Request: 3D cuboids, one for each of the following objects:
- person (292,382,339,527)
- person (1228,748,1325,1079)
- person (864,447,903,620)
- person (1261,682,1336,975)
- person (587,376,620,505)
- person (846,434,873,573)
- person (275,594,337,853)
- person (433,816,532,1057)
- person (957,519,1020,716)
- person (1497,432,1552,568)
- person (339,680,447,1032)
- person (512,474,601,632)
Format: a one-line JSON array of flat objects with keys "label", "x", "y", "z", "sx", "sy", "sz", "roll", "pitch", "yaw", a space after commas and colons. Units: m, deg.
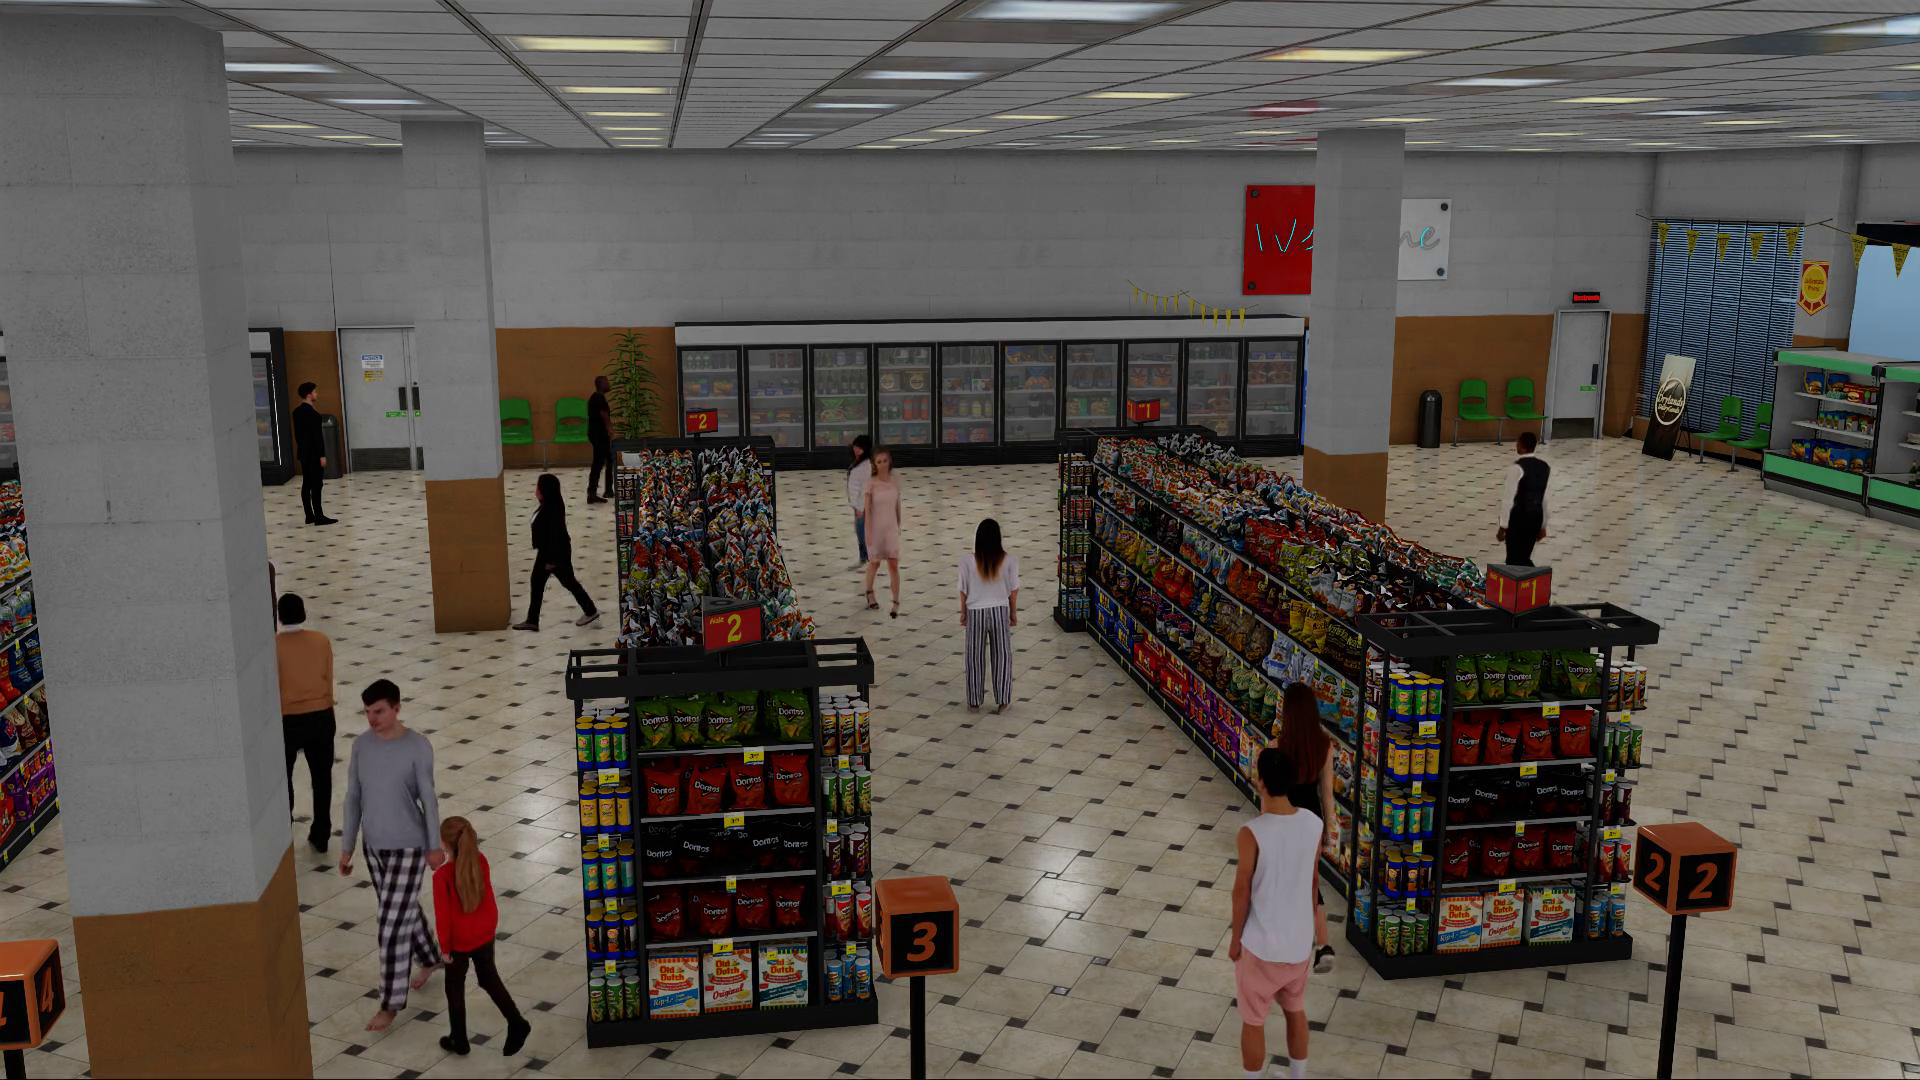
[{"label": "person", "x": -8.594, "y": -1.148, "z": 22.017, "sx": 0.773, "sy": 1.894, "sz": 0.846, "roll": 9, "pitch": 15, "yaw": 38}, {"label": "person", "x": 1.506, "y": 1.877, "z": 7.926, "sx": 0.674, "sy": 1.782, "sz": 0.635, "roll": -5, "pitch": 13, "yaw": -22}, {"label": "person", "x": -0.834, "y": -0.078, "z": 17.232, "sx": 0.727, "sy": 1.772, "sz": 1.164, "roll": -5, "pitch": 13, "yaw": -24}, {"label": "person", "x": 1.876, "y": 1.648, "z": 9.174, "sx": 0.597, "sy": 1.714, "sz": 0.781, "roll": -3, "pitch": 12, "yaw": -14}, {"label": "person", "x": -5.161, "y": -1.400, "z": 23.444, "sx": 0.785, "sy": 1.800, "sz": 0.732, "roll": -3, "pitch": 12, "yaw": -15}, {"label": "person", "x": -1.159, "y": -0.441, "z": 19.327, "sx": 0.706, "sy": 1.619, "sz": 0.476, "roll": 1, "pitch": 12, "yaw": 5}, {"label": "person", "x": -4.348, "y": 1.237, "z": 11.073, "sx": 0.853, "sy": 1.736, "sz": 0.989, "roll": -8, "pitch": 14, "yaw": -33}, {"label": "person", "x": -2.457, "y": 2.028, "z": 8.449, "sx": 0.849, "sy": 1.271, "sz": 0.768, "roll": 8, "pitch": 15, "yaw": 35}, {"label": "person", "x": 0.237, "y": 0.639, "z": 14.049, "sx": 0.722, "sy": 1.680, "sz": 0.674, "roll": 0, "pitch": 12, "yaw": 1}, {"label": "person", "x": 5.922, "y": -0.154, "z": 17.274, "sx": 0.817, "sy": 1.903, "sz": 0.876, "roll": -6, "pitch": 13, "yaw": -28}, {"label": "person", "x": -3.028, "y": 1.634, "z": 9.009, "sx": 0.933, "sy": 1.811, "sz": 1.131, "roll": 3, "pitch": 12, "yaw": 16}, {"label": "person", "x": -3.981, "y": 0.143, "z": 16.649, "sx": 0.963, "sy": 1.581, "sz": 1.138, "roll": -6, "pitch": 14, "yaw": -28}]
